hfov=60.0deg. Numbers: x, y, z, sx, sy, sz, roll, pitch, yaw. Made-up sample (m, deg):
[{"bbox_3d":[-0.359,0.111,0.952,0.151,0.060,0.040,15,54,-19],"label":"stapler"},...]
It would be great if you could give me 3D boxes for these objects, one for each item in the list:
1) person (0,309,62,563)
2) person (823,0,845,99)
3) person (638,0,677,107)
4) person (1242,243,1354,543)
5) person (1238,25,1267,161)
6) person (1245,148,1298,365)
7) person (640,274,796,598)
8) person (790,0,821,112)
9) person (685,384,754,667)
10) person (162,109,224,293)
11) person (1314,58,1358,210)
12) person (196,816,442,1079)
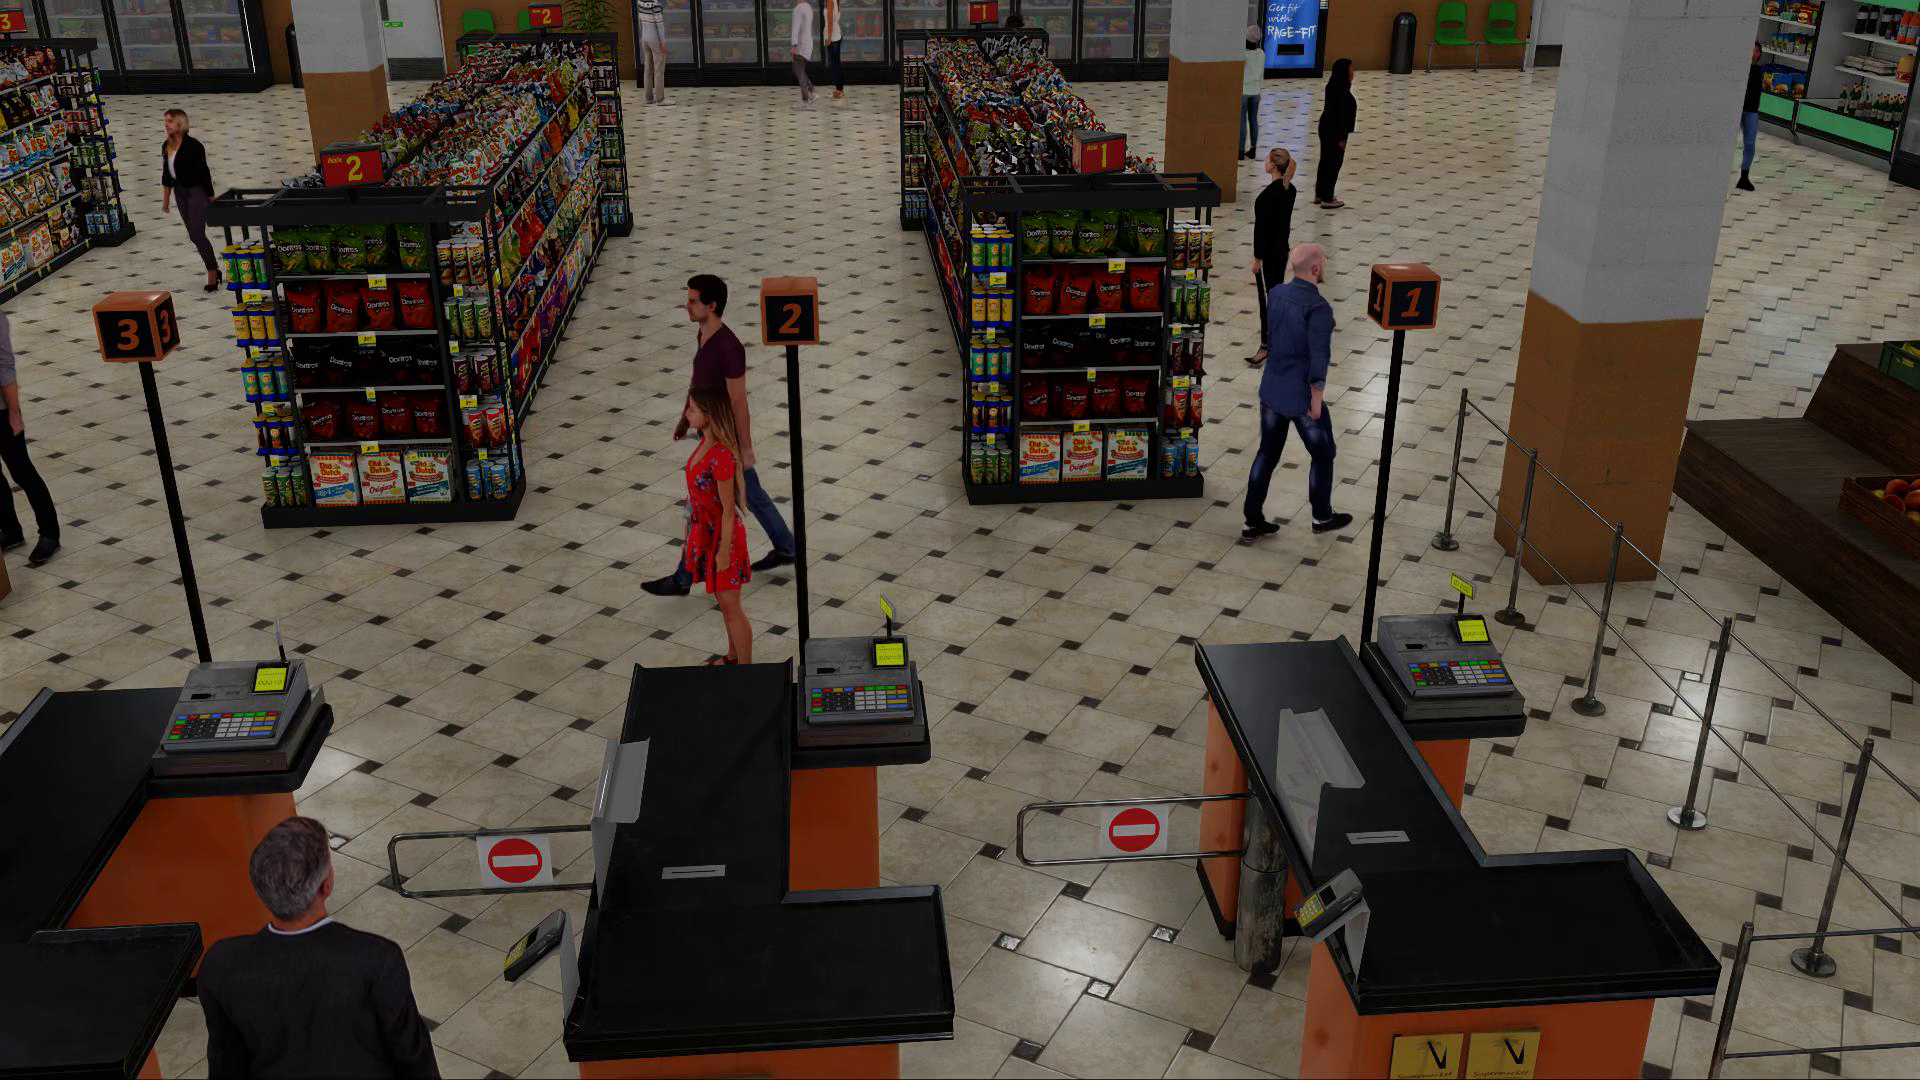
[{"bbox_3d":[-5.606,-0.766,9.602,0.710,1.839,0.643,6,24,13],"label":"person"},{"bbox_3d":[-1.924,-7.717,25.561,0.690,1.781,0.523,2,24,6],"label":"person"},{"bbox_3d":[-4.600,-7.485,24.933,0.818,1.860,0.730,-22,32,-40],"label":"person"},{"bbox_3d":[1.900,-0.813,9.763,1.059,1.798,1.042,-15,28,-31],"label":"person"},{"bbox_3d":[3.649,-5.661,21.028,0.622,1.648,0.607,-13,27,-28],"label":"person"},{"bbox_3d":[2.465,-2.230,13.113,0.749,1.707,0.683,18,29,35],"label":"person"},{"bbox_3d":[-1.230,-0.571,9.205,0.944,1.801,1.181,-8,25,-18],"label":"person"},{"bbox_3d":[-2.254,-7.257,24.448,0.795,1.830,0.675,3,24,8],"label":"person"},{"bbox_3d":[-1.168,-0.006,8.175,0.675,1.592,0.539,-7,25,-16],"label":"person"},{"bbox_3d":[-6.909,-3.089,15.133,0.720,1.662,0.750,11,26,23],"label":"person"},{"bbox_3d":[4.141,-4.508,18.437,0.711,1.613,0.573,-4,24,-8],"label":"person"},{"bbox_3d":[-1.627,1.527,4.361,0.725,1.840,0.573,-1,24,-3],"label":"person"}]
